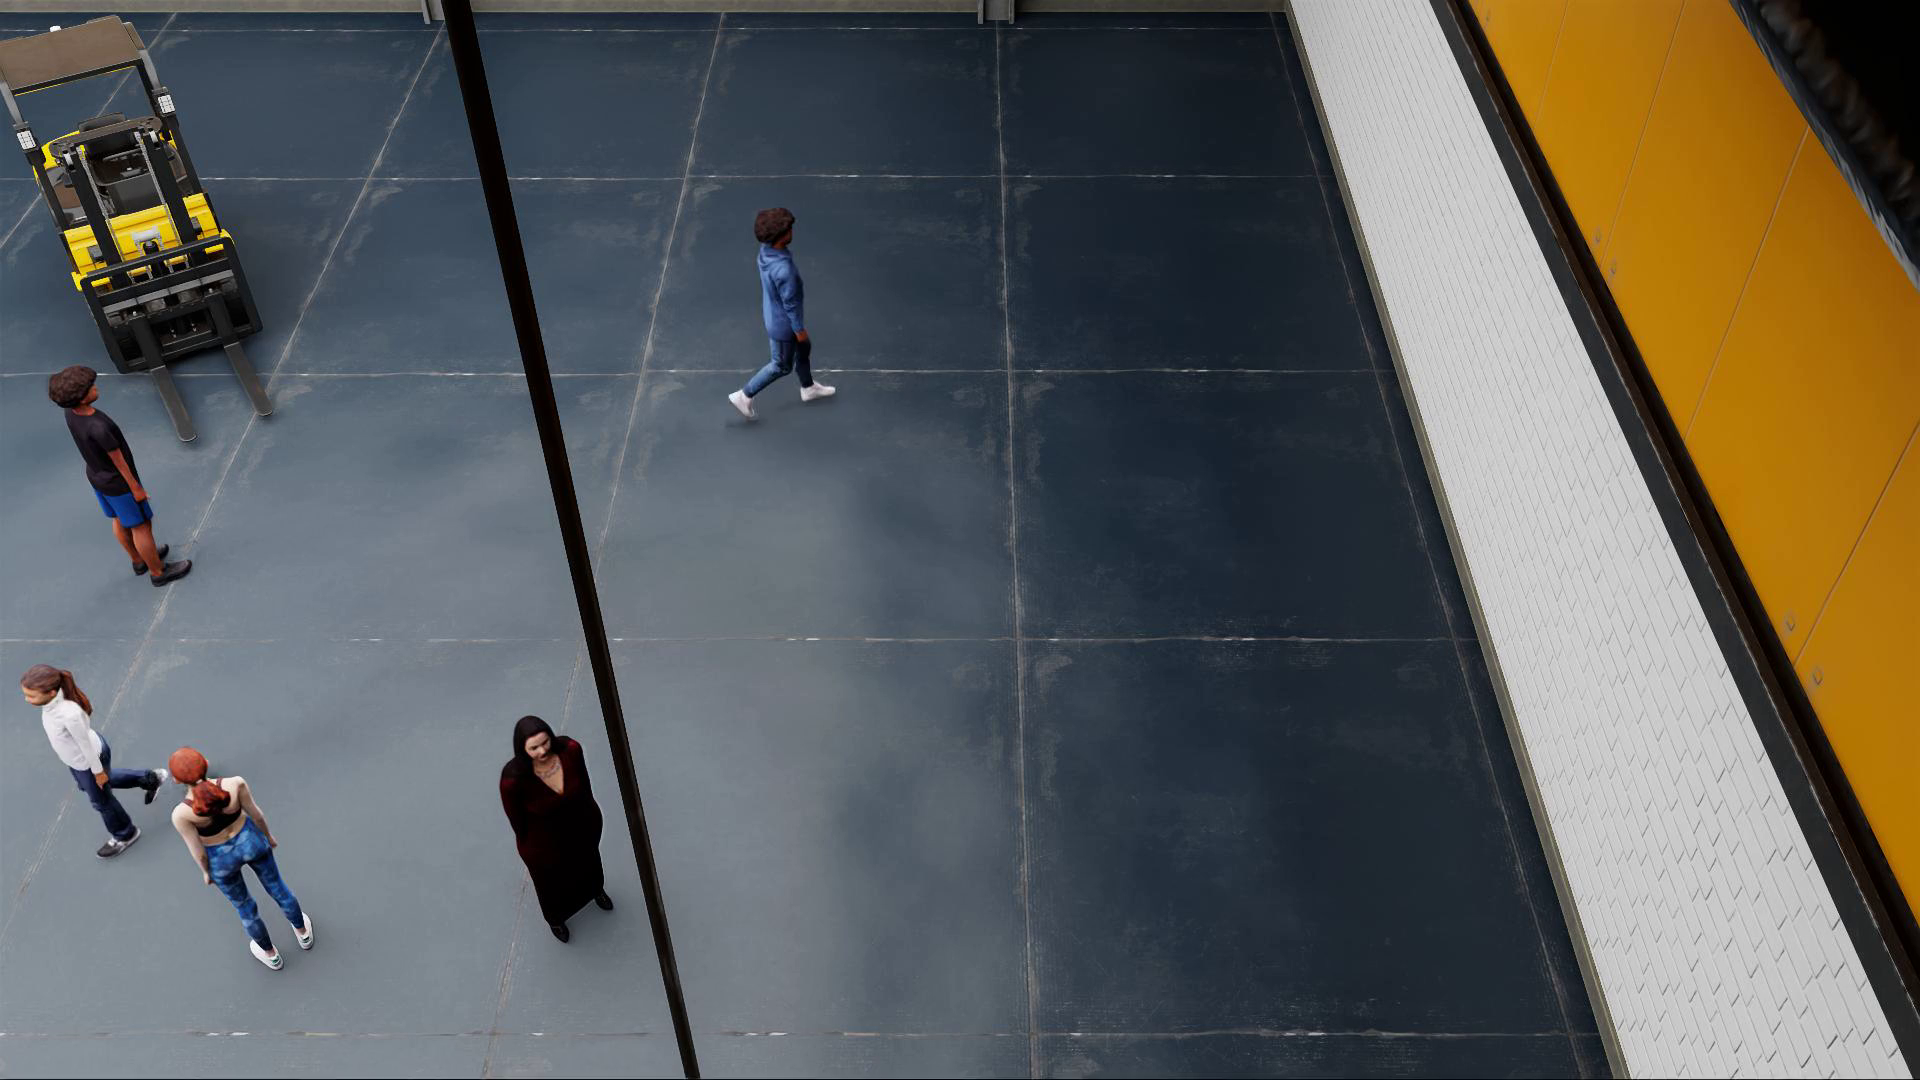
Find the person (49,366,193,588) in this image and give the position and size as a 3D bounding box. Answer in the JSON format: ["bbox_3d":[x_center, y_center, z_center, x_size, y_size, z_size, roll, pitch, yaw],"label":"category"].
[{"bbox_3d":[-5.756,-0.432,11.303,0.675,1.796,0.761,28,50,26],"label":"person"}]

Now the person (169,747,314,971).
[{"bbox_3d":[-3.924,1.726,9.044,0.693,1.788,0.756,-32,52,-29],"label":"person"}]

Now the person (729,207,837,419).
[{"bbox_3d":[-1.411,-1.675,12.619,1.157,1.781,0.833,-9,44,-10],"label":"person"}]

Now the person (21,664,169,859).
[{"bbox_3d":[-5.049,1.216,9.756,0.813,1.545,0.857,32,52,29],"label":"person"}]

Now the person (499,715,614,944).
[{"bbox_3d":[-2.242,1.576,9.223,0.753,1.757,0.818,-33,53,-30],"label":"person"}]
